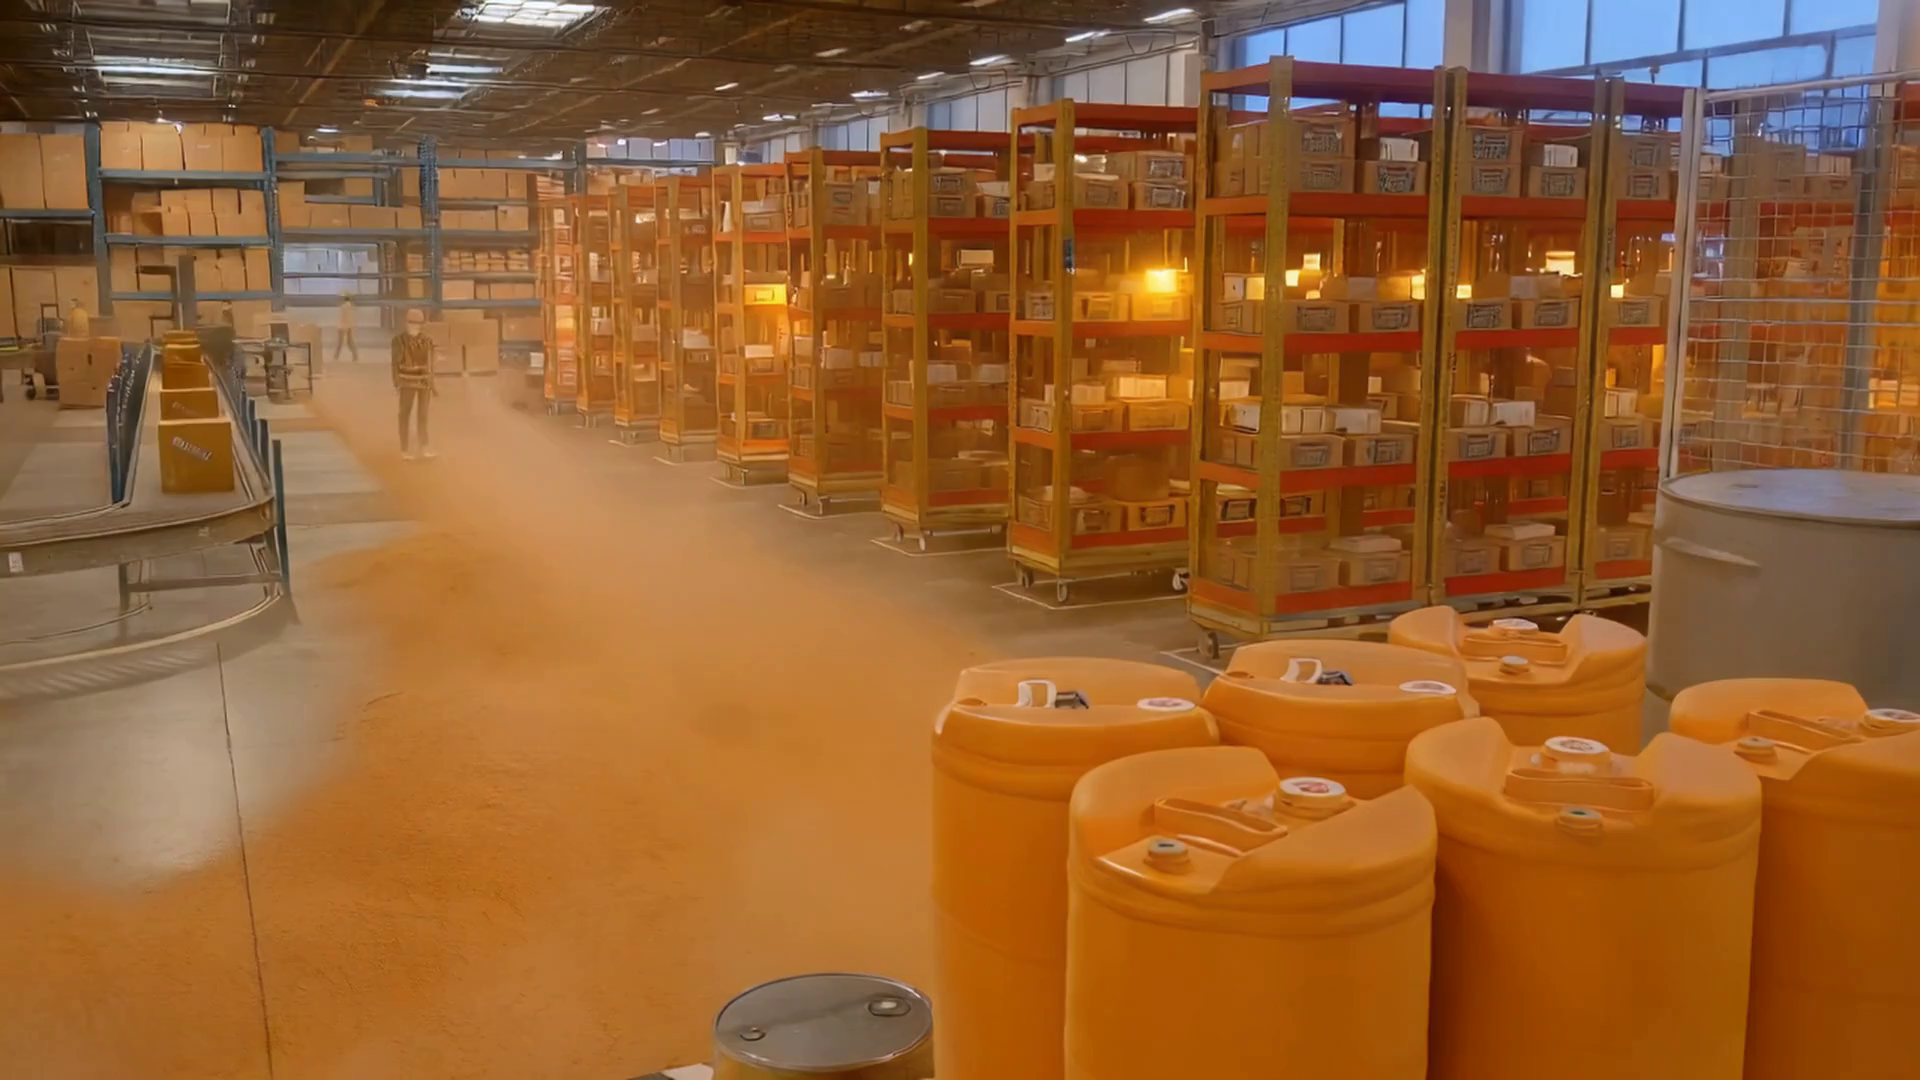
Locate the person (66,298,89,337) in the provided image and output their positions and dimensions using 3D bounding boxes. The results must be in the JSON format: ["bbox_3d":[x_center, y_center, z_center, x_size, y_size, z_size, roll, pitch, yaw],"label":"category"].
[{"bbox_3d":[-20.245,-4.636,38.142,0.404,1.826,0.592,3,10,17],"label":"person"}]

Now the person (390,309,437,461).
[{"bbox_3d":[-6.985,-1.985,21.318,0.400,1.938,0.602,7,12,38],"label":"person"}]

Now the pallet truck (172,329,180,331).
[{"bbox_3d":[-17.275,-3.851,35.096,1.601,1.201,0.680,0,9,1],"label":"pallet truck"}]

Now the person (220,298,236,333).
[{"bbox_3d":[-18.446,-5.241,42.075,0.446,1.753,0.538,-5,10,-26],"label":"person"}]

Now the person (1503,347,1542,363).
[{"bbox_3d":[5.823,-1.303,17.542,0.578,1.780,1.013,0,9,-1],"label":"person"}]

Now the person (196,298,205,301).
[{"bbox_3d":[-21.432,-6.026,46.858,0.915,1.792,0.607,-3,10,-21],"label":"person"}]

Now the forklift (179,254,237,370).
[{"bbox_3d":[-18.404,-5.432,39.791,1.873,2.768,1.129,-4,10,-25],"label":"forklift"}]

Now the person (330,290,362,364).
[{"bbox_3d":[-16.037,-5.535,43.389,0.712,1.941,0.653,-7,12,-37],"label":"person"}]

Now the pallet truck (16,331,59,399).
[{"bbox_3d":[-17.082,-3.353,31.781,1.630,1.274,0.653,-4,10,-25],"label":"pallet truck"}]
